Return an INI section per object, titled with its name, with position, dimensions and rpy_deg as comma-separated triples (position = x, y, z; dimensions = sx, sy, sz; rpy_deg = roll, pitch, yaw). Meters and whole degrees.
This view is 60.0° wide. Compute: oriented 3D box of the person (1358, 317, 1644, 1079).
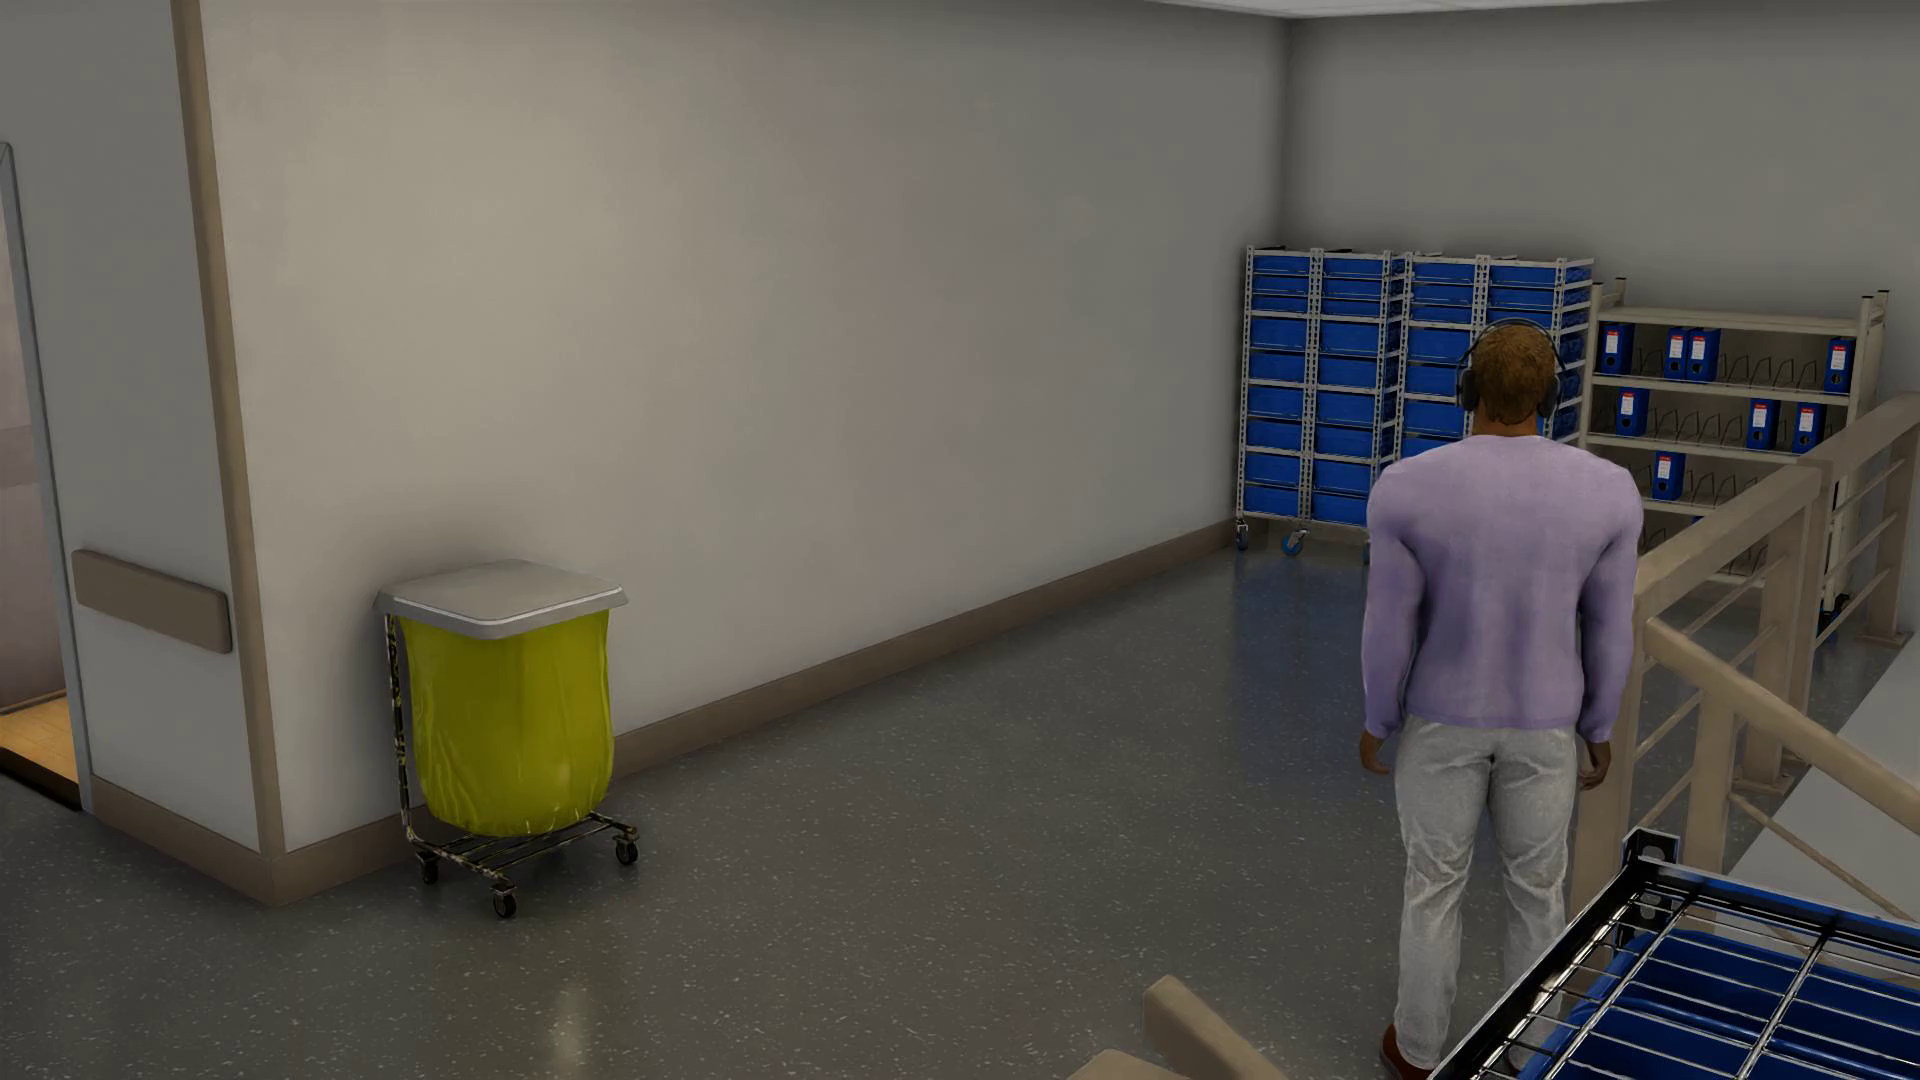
[person]
position = 1.271, 0.437, 4.014
dimensions = 0.627, 1.941, 0.371
rpy_deg = 2, 14, 9
